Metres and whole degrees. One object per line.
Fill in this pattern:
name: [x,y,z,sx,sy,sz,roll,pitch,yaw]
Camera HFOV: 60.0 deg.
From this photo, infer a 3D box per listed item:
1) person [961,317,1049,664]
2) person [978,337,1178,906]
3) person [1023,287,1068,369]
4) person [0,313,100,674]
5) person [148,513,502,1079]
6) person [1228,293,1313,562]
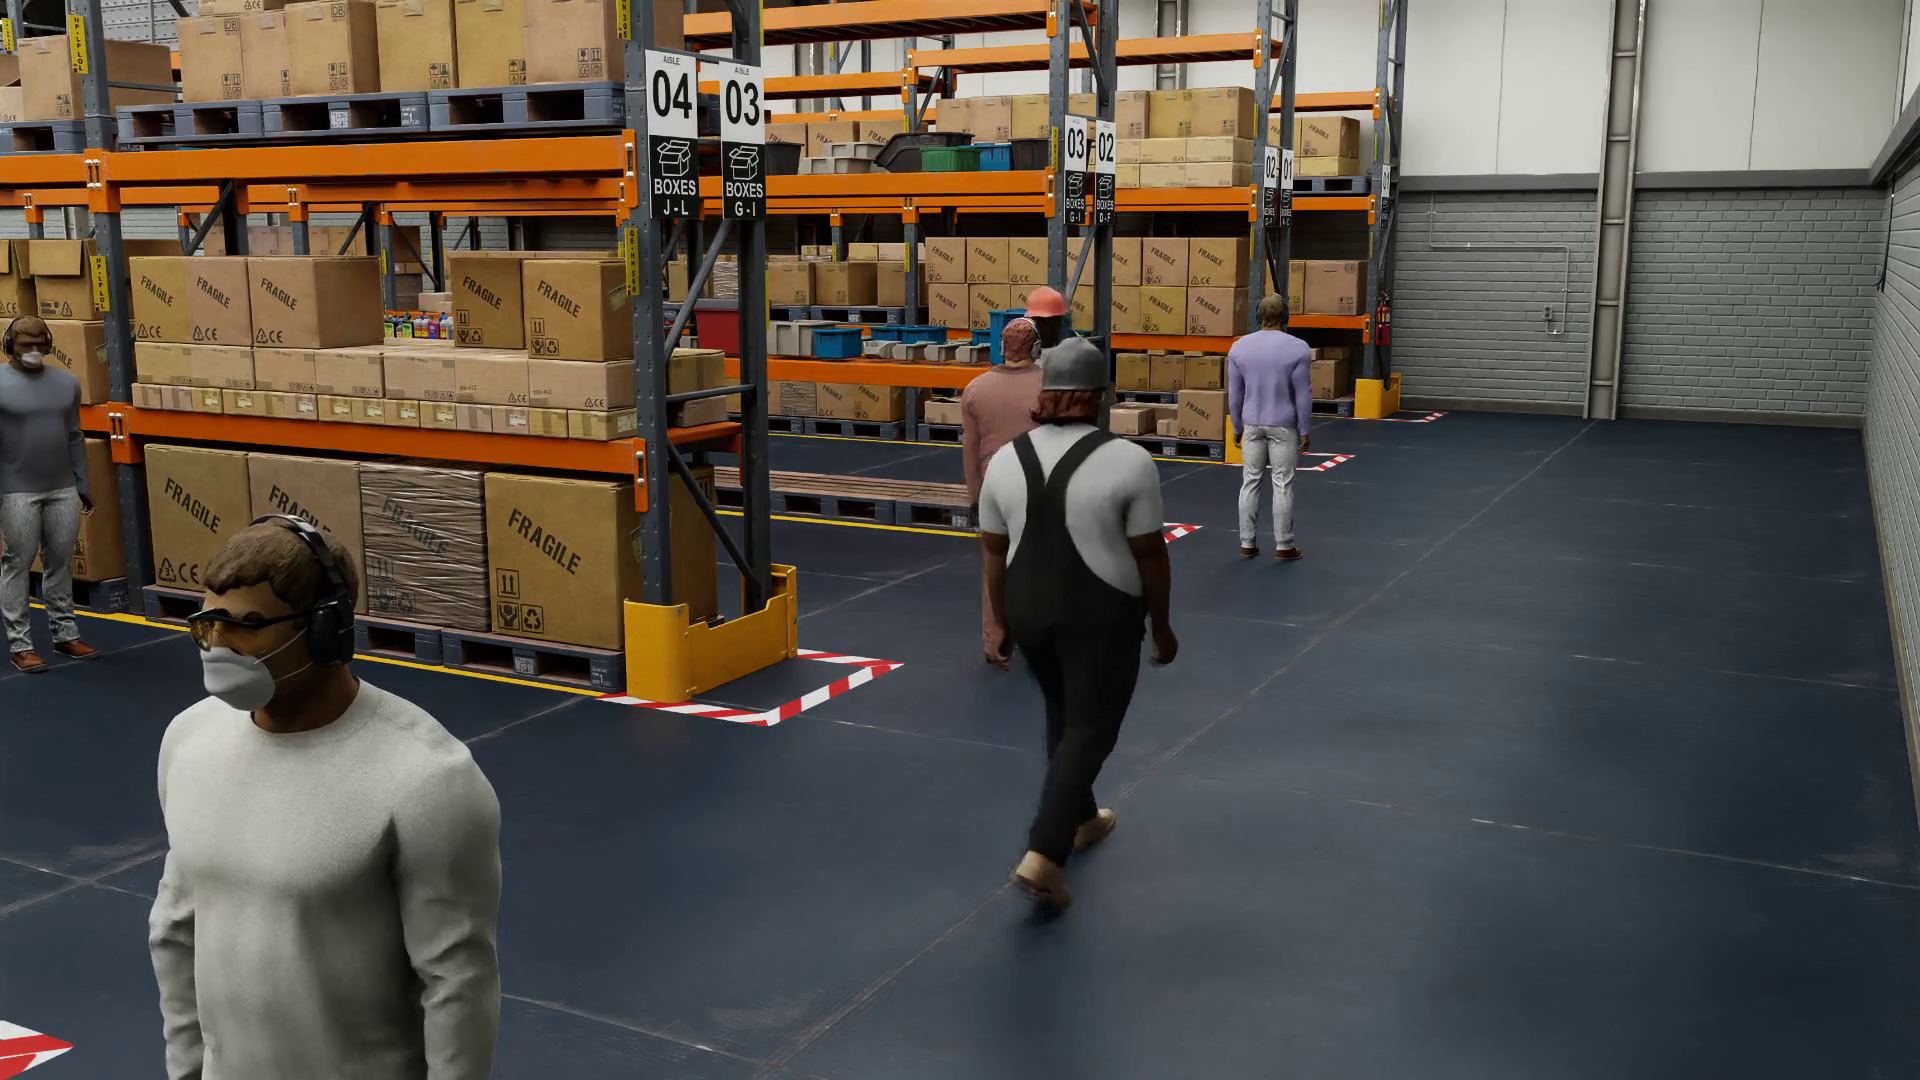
person: [0.338,-0.256,9.107,0.643,1.909,0.410,3,11,15]
person: [0.392,0.245,6.006,0.688,2.000,0.974,7,13,35]
person: [0.509,-0.597,10.649,0.646,2.016,0.797,5,12,26]
person: [-5.022,-0.260,9.059,0.370,1.934,0.627,6,12,28]
person: [-1.007,0.915,2.635,0.632,1.940,0.372,4,11,20]
person: [2.238,-0.805,12.012,0.630,1.940,0.373,6,12,29]
